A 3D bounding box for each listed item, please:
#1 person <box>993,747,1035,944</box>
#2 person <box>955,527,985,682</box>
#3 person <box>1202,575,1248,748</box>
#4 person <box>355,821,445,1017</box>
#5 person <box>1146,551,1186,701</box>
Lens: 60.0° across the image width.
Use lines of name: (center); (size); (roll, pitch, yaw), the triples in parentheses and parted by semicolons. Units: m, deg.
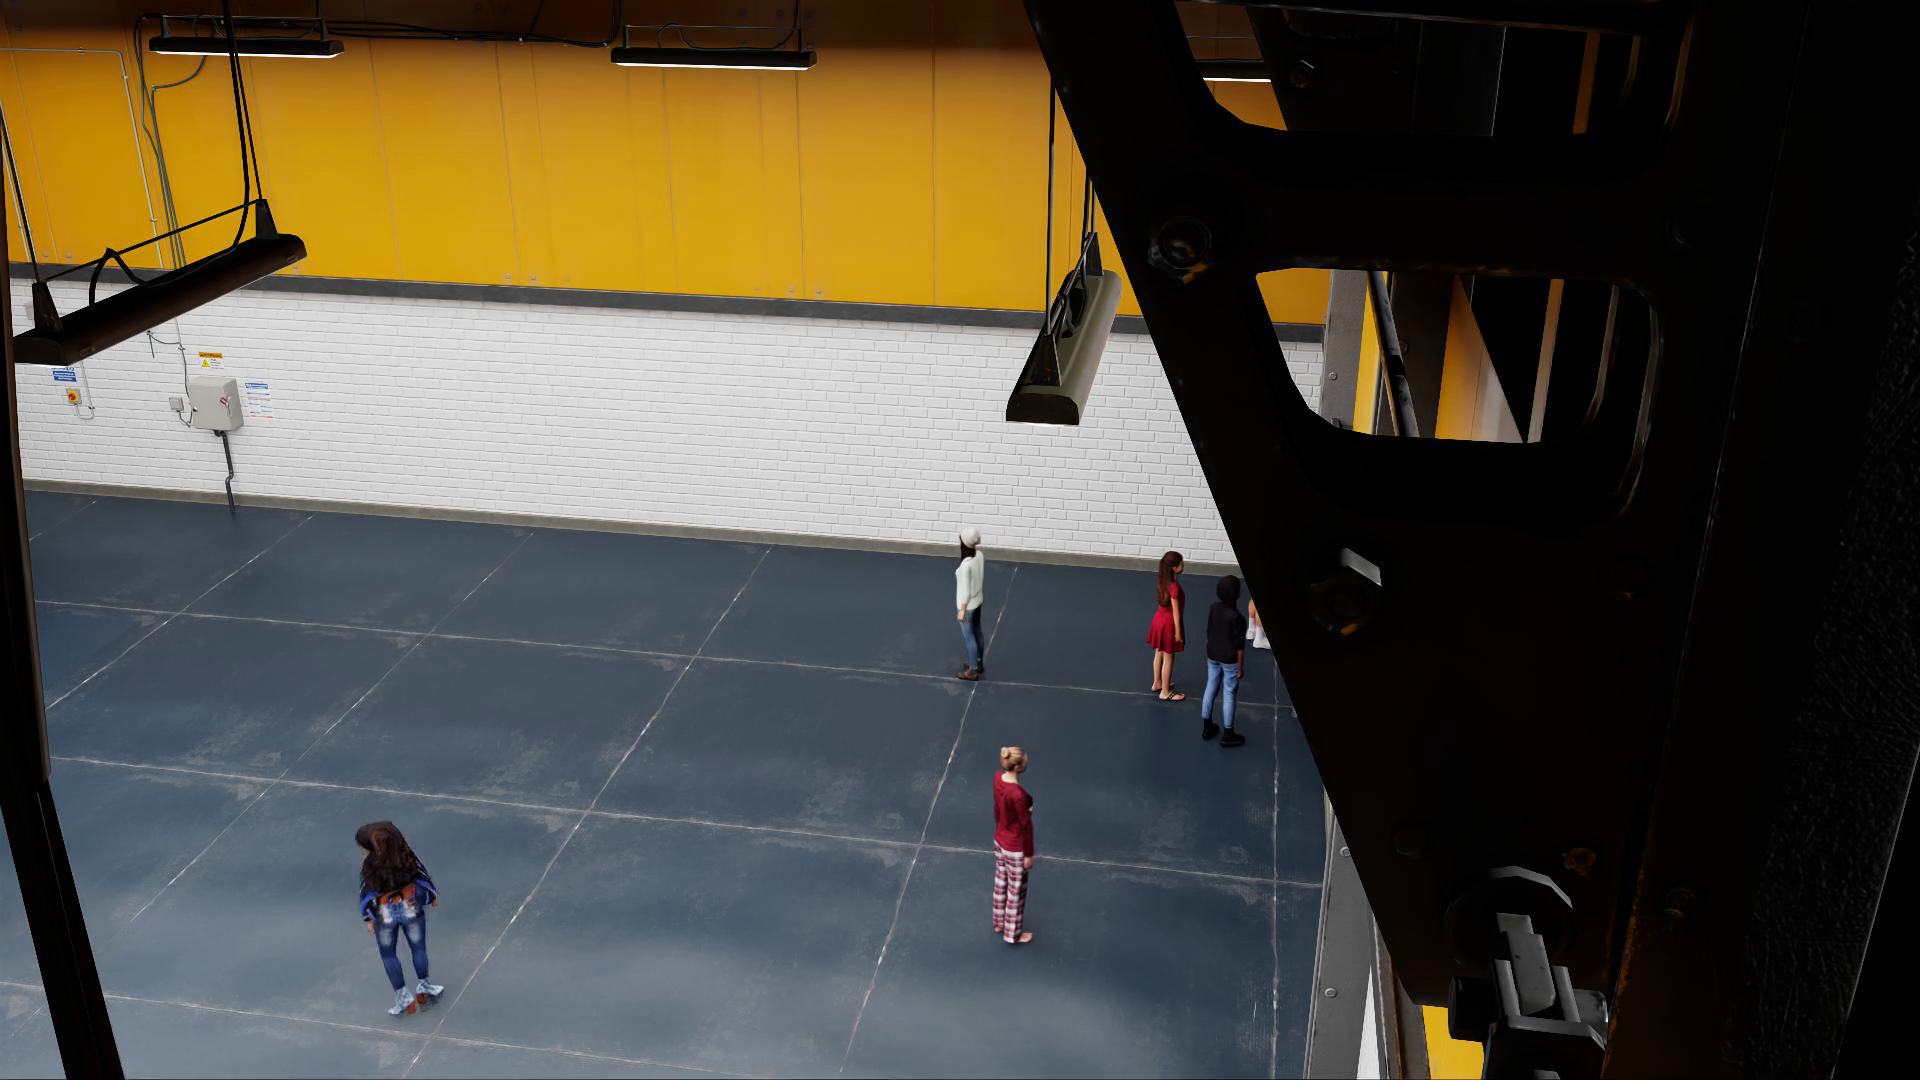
person: (0.406, 2.319, 12.799); (0.734, 1.697, 0.639); (-12, 26, -25)
person: (0.102, 0.626, 16.738); (0.675, 1.644, 0.507); (10, 26, 22)
person: (2.468, 1.122, 15.530); (0.705, 1.703, 0.664); (-20, 31, -38)
person: (-4.039, 2.706, 12.017); (0.767, 1.614, 0.747); (-3, 24, -7)
person: (2.052, 0.825, 16.396); (0.719, 1.553, 0.657); (-7, 25, -16)
